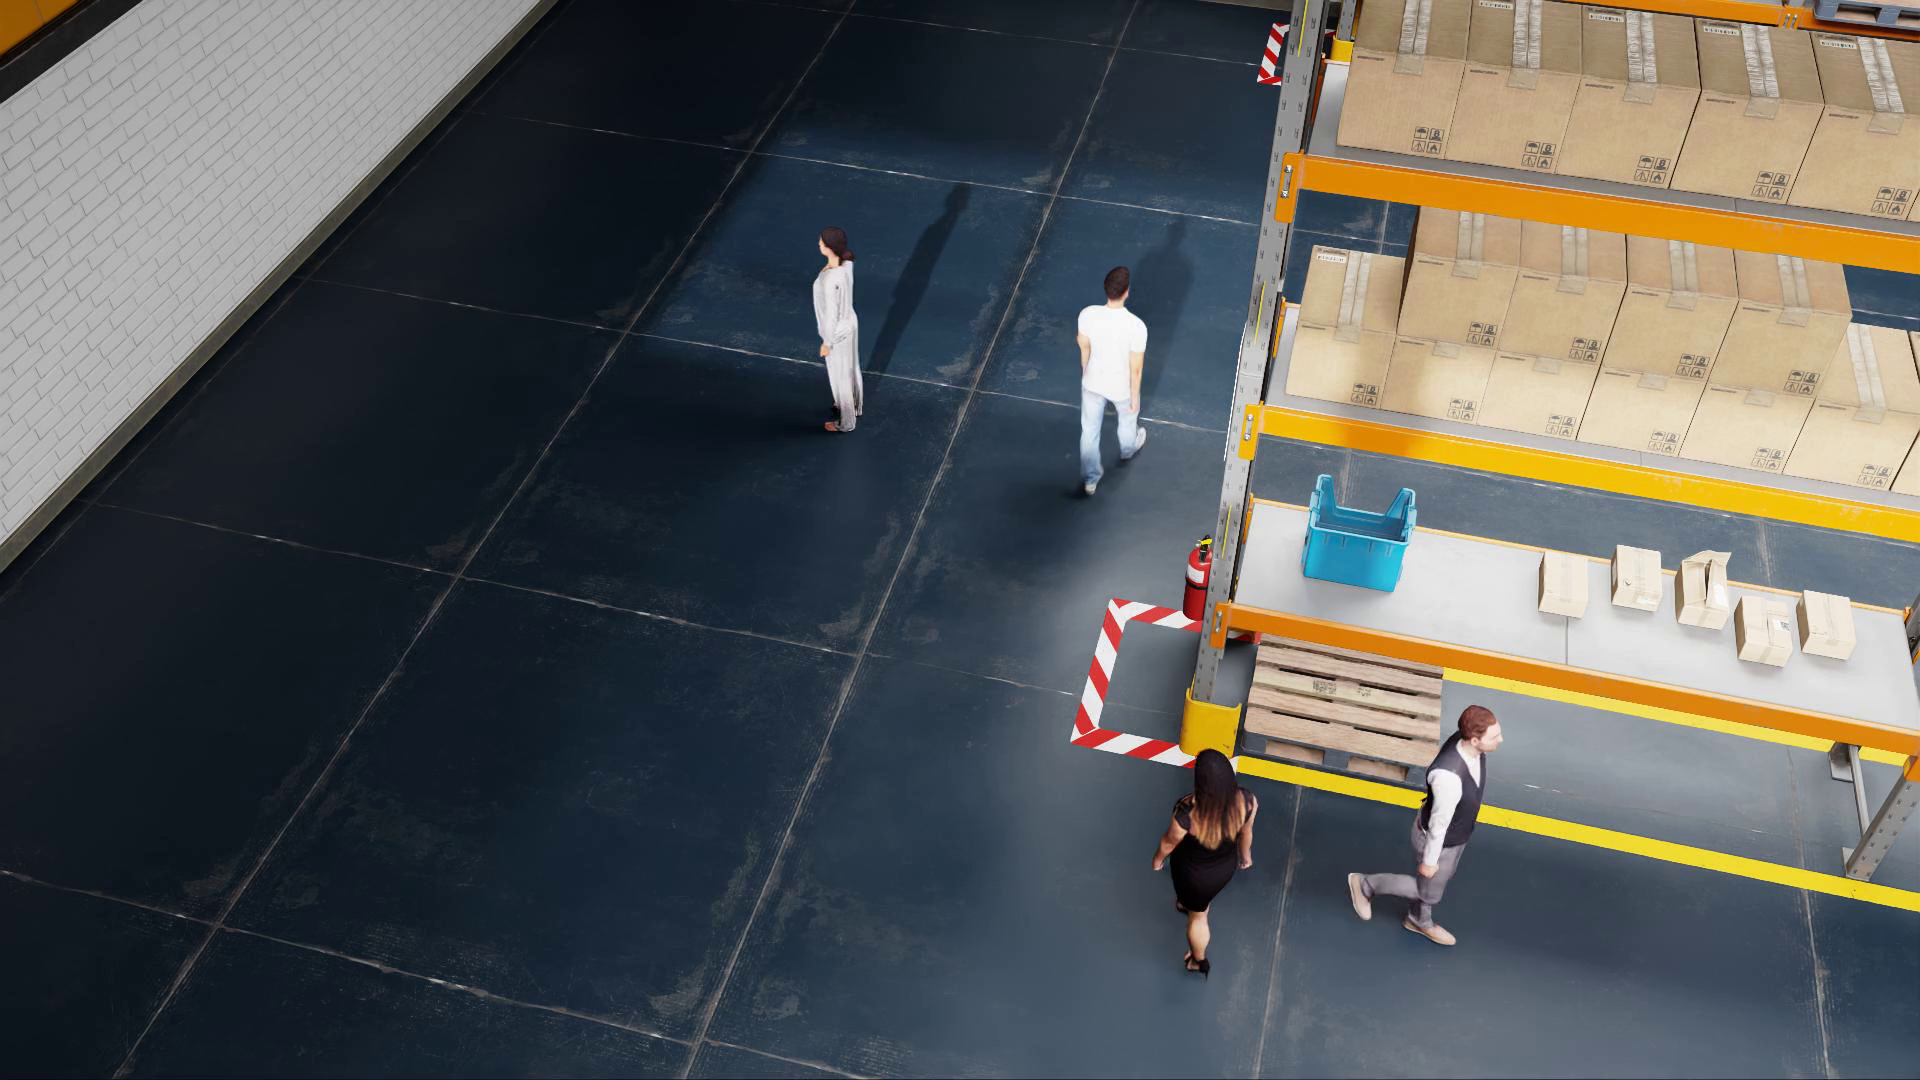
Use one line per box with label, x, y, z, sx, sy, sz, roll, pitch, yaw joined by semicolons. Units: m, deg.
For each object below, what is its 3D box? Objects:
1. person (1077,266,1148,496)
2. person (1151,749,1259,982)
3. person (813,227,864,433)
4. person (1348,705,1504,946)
person;1.035;-1.079;11.894;0.996;1.835;0.858;18;47;18
person;1.362;1.821;8.953;0.896;1.693;0.951;-16;46;-16
person;-0.900;-1.578;12.462;0.513;1.774;0.587;10;45;10
person;2.545;1.553;9.072;0.994;1.918;0.840;26;49;24
